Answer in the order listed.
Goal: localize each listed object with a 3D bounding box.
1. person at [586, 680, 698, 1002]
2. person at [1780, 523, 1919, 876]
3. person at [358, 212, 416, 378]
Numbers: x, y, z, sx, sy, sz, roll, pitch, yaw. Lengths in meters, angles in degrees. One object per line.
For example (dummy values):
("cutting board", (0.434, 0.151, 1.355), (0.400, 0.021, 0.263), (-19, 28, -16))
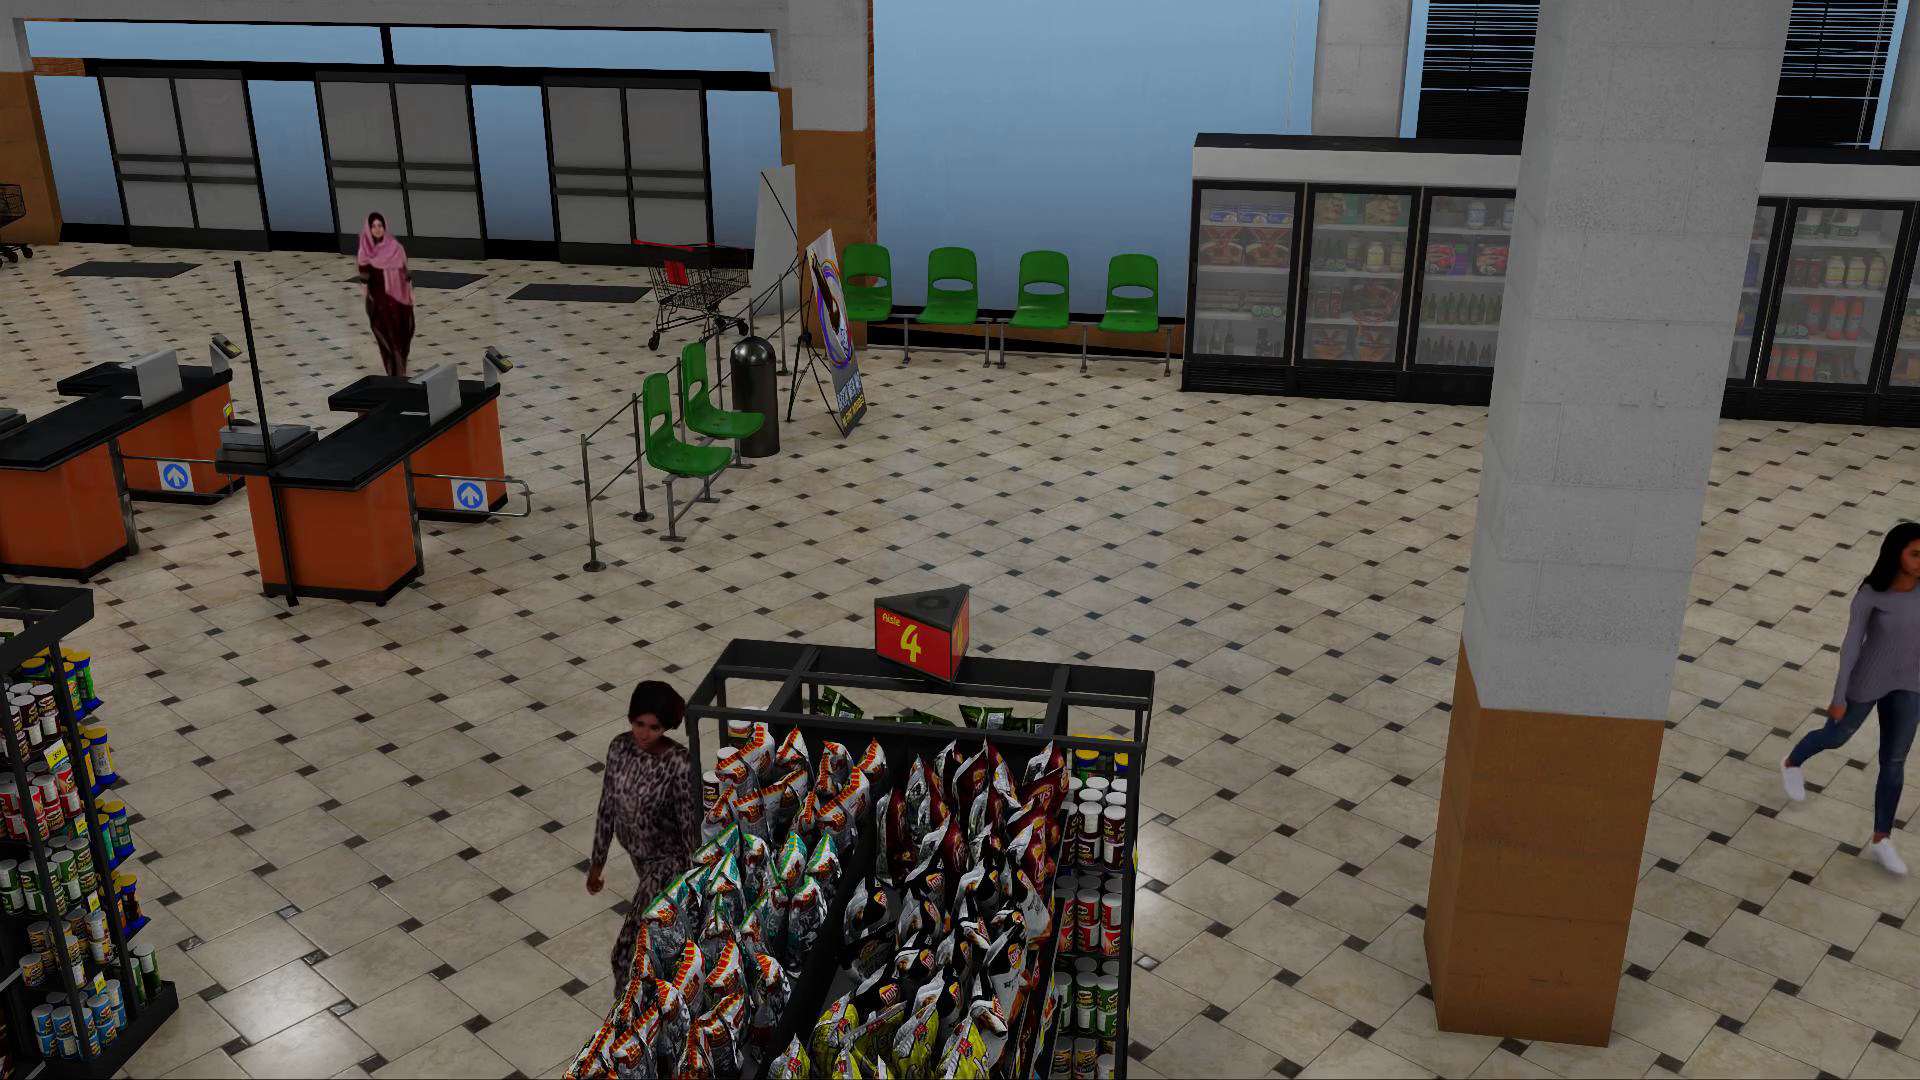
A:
("person", (-1.177, 1.315, 6.842), (1.001, 1.661, 1.229), (18, 28, 38))
("person", (4.501, 0.710, 8.299), (0.868, 1.696, 1.236), (-2, 22, -6))
("person", (-5.521, -2.351, 16.032), (1.021, 1.610, 1.085), (-15, 26, -32))
